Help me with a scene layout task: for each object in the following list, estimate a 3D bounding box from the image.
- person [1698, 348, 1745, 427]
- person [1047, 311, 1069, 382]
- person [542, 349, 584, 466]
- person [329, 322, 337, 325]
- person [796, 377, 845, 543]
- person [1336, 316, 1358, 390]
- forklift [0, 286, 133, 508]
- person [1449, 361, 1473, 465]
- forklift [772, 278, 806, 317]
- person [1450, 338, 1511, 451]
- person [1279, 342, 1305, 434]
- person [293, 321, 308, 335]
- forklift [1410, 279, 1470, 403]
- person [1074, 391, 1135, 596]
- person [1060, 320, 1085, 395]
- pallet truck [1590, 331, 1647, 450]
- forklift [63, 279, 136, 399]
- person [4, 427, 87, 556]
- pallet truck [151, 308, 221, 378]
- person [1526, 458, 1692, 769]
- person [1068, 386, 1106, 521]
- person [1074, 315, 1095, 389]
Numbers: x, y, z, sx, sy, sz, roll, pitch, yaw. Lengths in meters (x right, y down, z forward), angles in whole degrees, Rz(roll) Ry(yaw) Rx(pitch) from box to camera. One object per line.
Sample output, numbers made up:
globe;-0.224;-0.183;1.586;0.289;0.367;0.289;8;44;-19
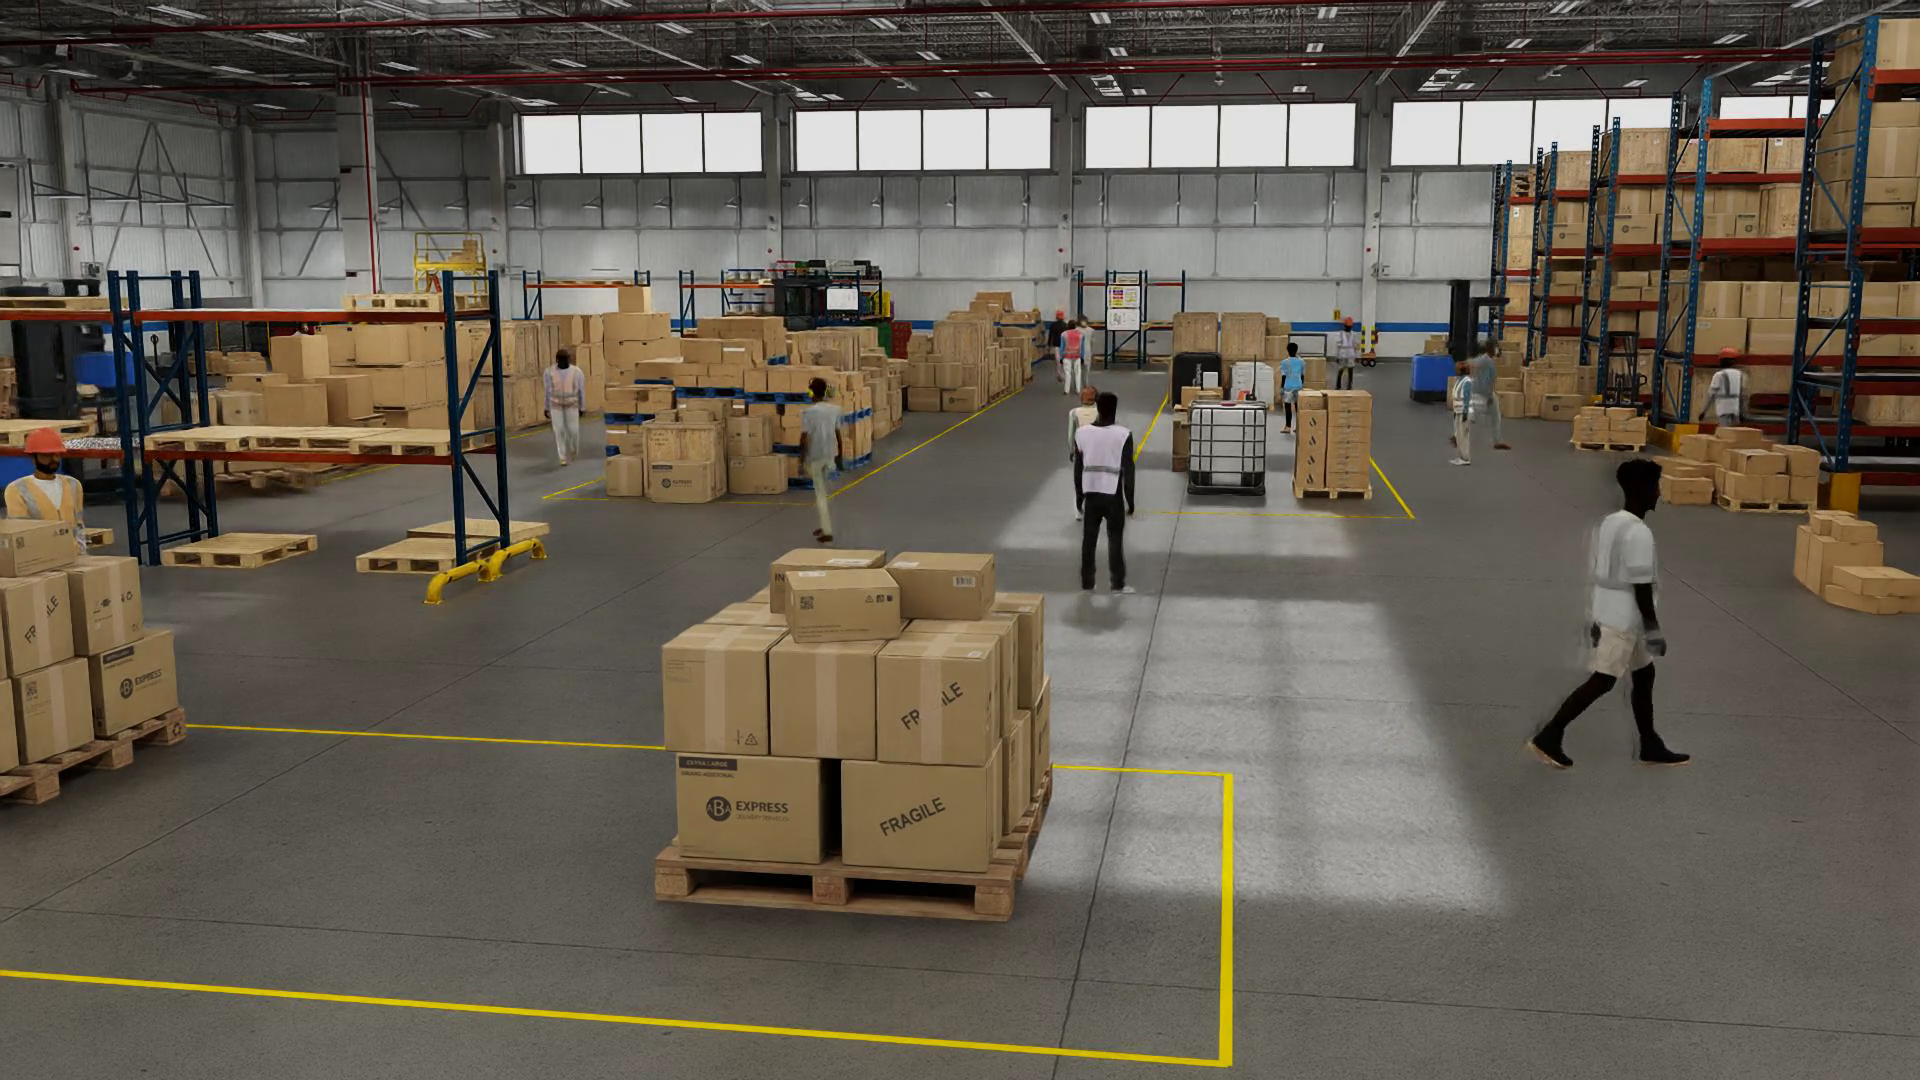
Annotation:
person;11.458;-1.925;24.888;0.553;1.888;0.989;-5;10;-27
person;2.772;-5.250;45.173;0.731;1.929;0.958;-2;9;-11
person;-6.150;-2.049;25.800;0.630;1.827;0.454;-2;9;-11
person;-17.665;-5.411;46.957;0.540;1.682;0.372;-6;11;-31
person;-1.605;-0.895;18.610;0.516;1.845;0.679;-7;12;-38
person;9.530;-4.567;41.068;0.540;1.913;0.742;0;9;1
forklift;-11.865;-1.850;21.324;1.873;2.768;1.129;-8;12;-39
person;7.856;-1.985;26.001;0.315;1.631;0.520;0;9;-1
forklift;-4.325;-5.247;42.272;1.873;2.768;1.129;7;12;39
person;8.837;-2.466;28.167;0.974;1.904;0.630;6;11;33
person;6.190;-2.832;31.016;0.540;1.696;0.317;-5;10;-26
person;-14.770;-3.989;37.414;0.373;1.940;0.628;0;9;1
forklift;11.309;-4.533;37.872;1.873;2.768;1.129;1;9;9
person;1.344;-0.429;15.525;0.596;1.914;0.374;4;10;26
person;2.721;-4.444;40.524;0.634;1.839;0.429;-2;9;-13
pallet truck;11.253;-2.573;28.499;0.823;1.965;1.885;5;10;27
forklift;-20.561;-4.745;39.179;1.873;2.768;1.129;1;9;9
person;-6.398;0.172;11.739;0.350;1.942;0.545;5;11;29
pallet truck;-21.869;-5.598;47.154;0.823;1.965;1.885;4;10;26
person;3.952;0.454;10.064;0.982;1.931;0.596;1;9;9
person;1.559;-1.043;20.156;0.515;1.641;0.315;3;10;18
person;3.115;-4.776;42.372;0.635;1.914;0.807;-1;9;-7
